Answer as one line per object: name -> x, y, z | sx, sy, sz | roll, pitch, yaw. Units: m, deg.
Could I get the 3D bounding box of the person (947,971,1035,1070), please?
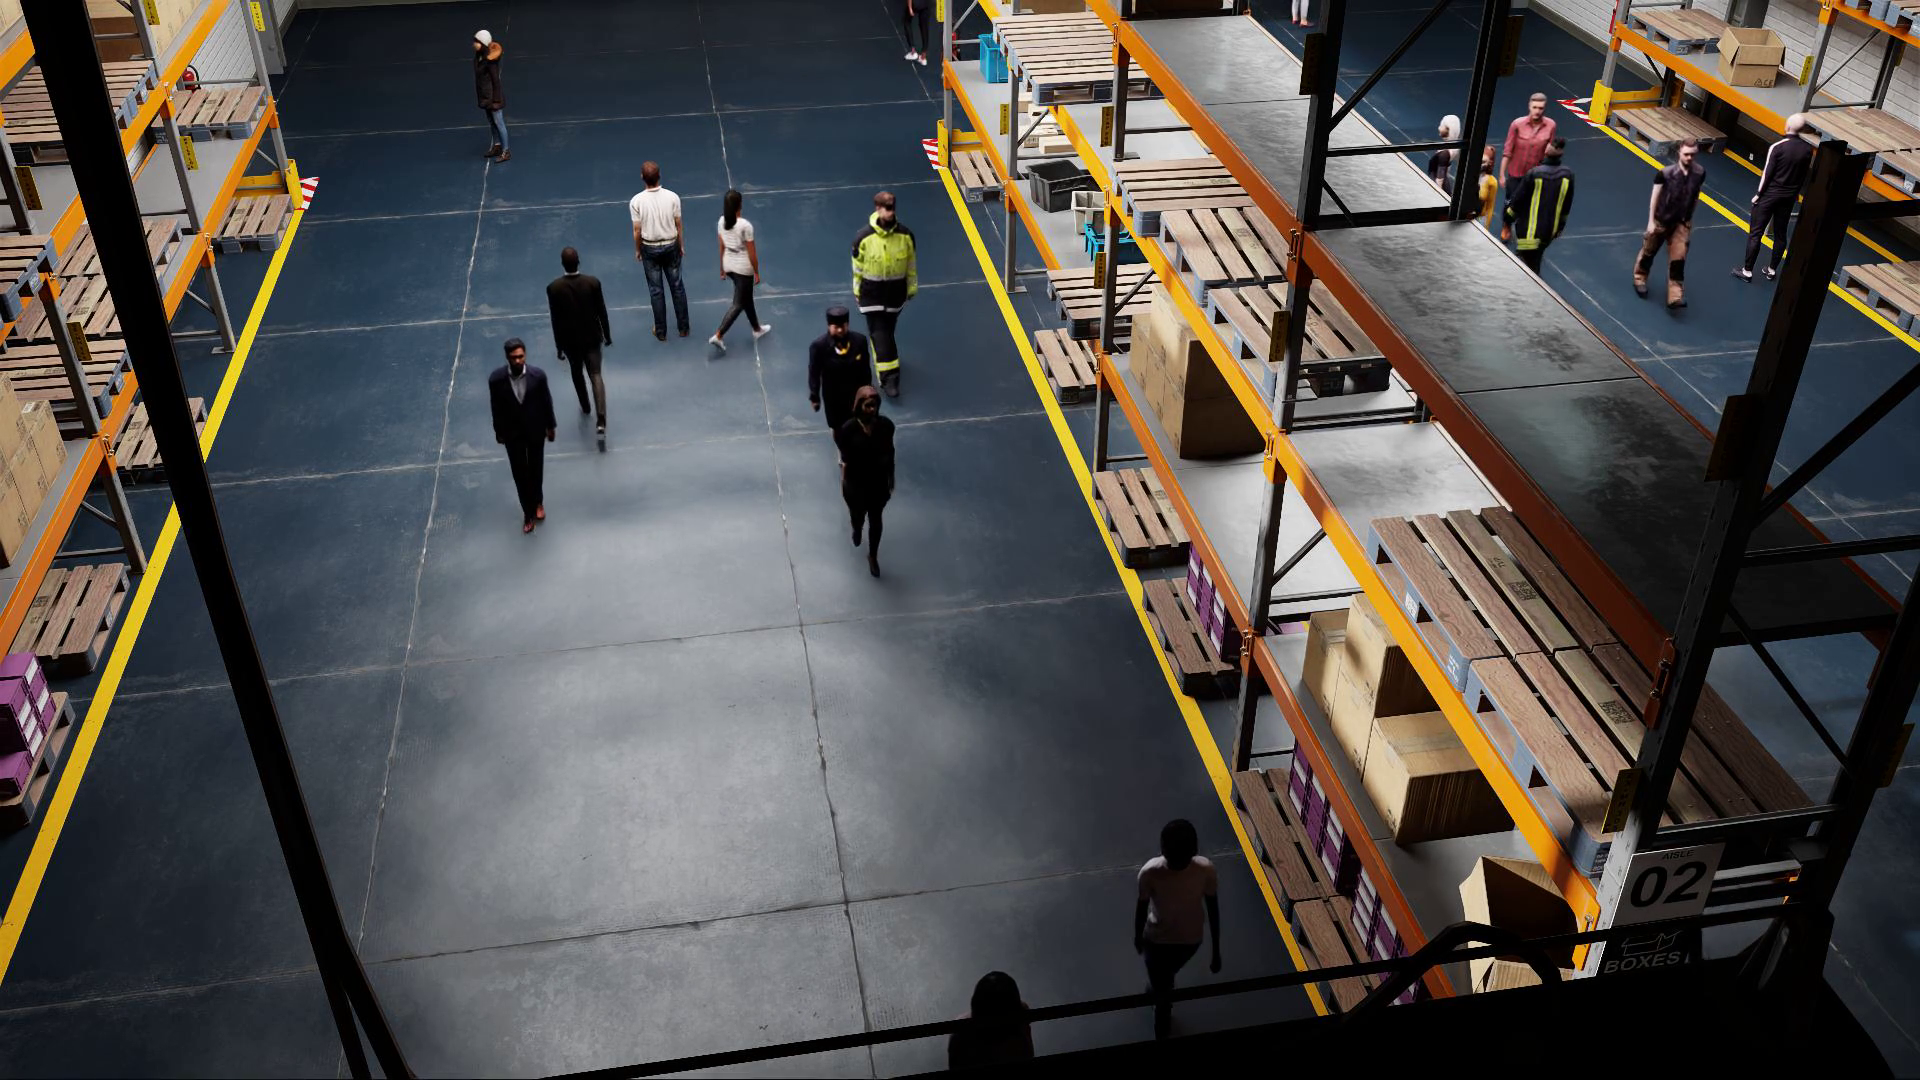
person -> 0.145, 2.737, 8.448 | 0.726, 1.603, 0.765 | -17, 37, -24

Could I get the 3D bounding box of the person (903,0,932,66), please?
person -> -0.549, -7.756, 24.134 | 0.714, 1.715, 0.756 | -17, 37, -24

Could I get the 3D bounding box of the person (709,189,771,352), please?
person -> -2.255, -2.635, 16.530 | 1.038, 1.604, 1.094 | 23, 40, 31

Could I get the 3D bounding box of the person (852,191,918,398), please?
person -> -0.743, -2.429, 15.928 | 0.941, 1.928, 1.336 | -12, 35, -18

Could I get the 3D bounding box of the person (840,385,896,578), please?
person -> -0.759, -0.501, 13.242 | 0.619, 1.691, 0.719 | -8, 34, -11

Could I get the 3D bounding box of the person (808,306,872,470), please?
person -> -1.035, -1.293, 14.484 | 0.712, 1.634, 0.979 | -6, 34, -9

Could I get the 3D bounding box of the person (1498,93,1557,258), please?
person -> 6.304, -4.123, 18.609 | 1.031, 1.780, 1.316 | 7, 34, 10

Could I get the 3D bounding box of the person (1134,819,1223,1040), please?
person -> 1.169, 2.161, 9.246 | 0.590, 1.680, 1.083 | -6, 34, -9

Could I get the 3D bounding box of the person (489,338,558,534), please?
person -> -3.643, -0.959, 13.911 | 0.704, 1.713, 0.747 | -10, 35, -14

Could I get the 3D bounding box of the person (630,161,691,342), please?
person -> -3.010, -2.903, 16.706 | 0.681, 1.855, 0.610 | -10, 35, -15

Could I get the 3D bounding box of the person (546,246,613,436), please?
person -> -3.416, -1.776, 15.091 | 0.790, 1.766, 1.204 | -10, 35, -15

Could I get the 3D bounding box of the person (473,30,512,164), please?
person -> -5.913, -5.608, 20.975 | 0.803, 1.634, 0.714 | -25, 41, -33

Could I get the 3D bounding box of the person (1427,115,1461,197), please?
person -> 5.163, -3.687, 17.910 | 0.720, 1.828, 0.626 | 14, 36, 20

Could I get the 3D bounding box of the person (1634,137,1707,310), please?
person -> 7.421, -3.383, 17.480 | 0.854, 1.798, 1.195 | 1, 34, 1

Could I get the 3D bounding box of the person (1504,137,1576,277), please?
person -> 6.013, -3.251, 17.263 | 0.748, 1.819, 1.119 | -6, 34, -9

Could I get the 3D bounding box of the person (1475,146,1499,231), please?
person -> 5.322, -3.265, 17.345 | 0.684, 1.750, 0.738 | 19, 38, 26

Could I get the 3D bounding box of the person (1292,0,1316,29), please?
person -> 5.370, -8.797, 25.798 | 0.716, 1.608, 0.573 | -16, 37, -22

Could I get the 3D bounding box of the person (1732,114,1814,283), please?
person -> 8.780, -3.668, 17.876 | 0.683, 1.835, 0.567 | -4, 34, -6
